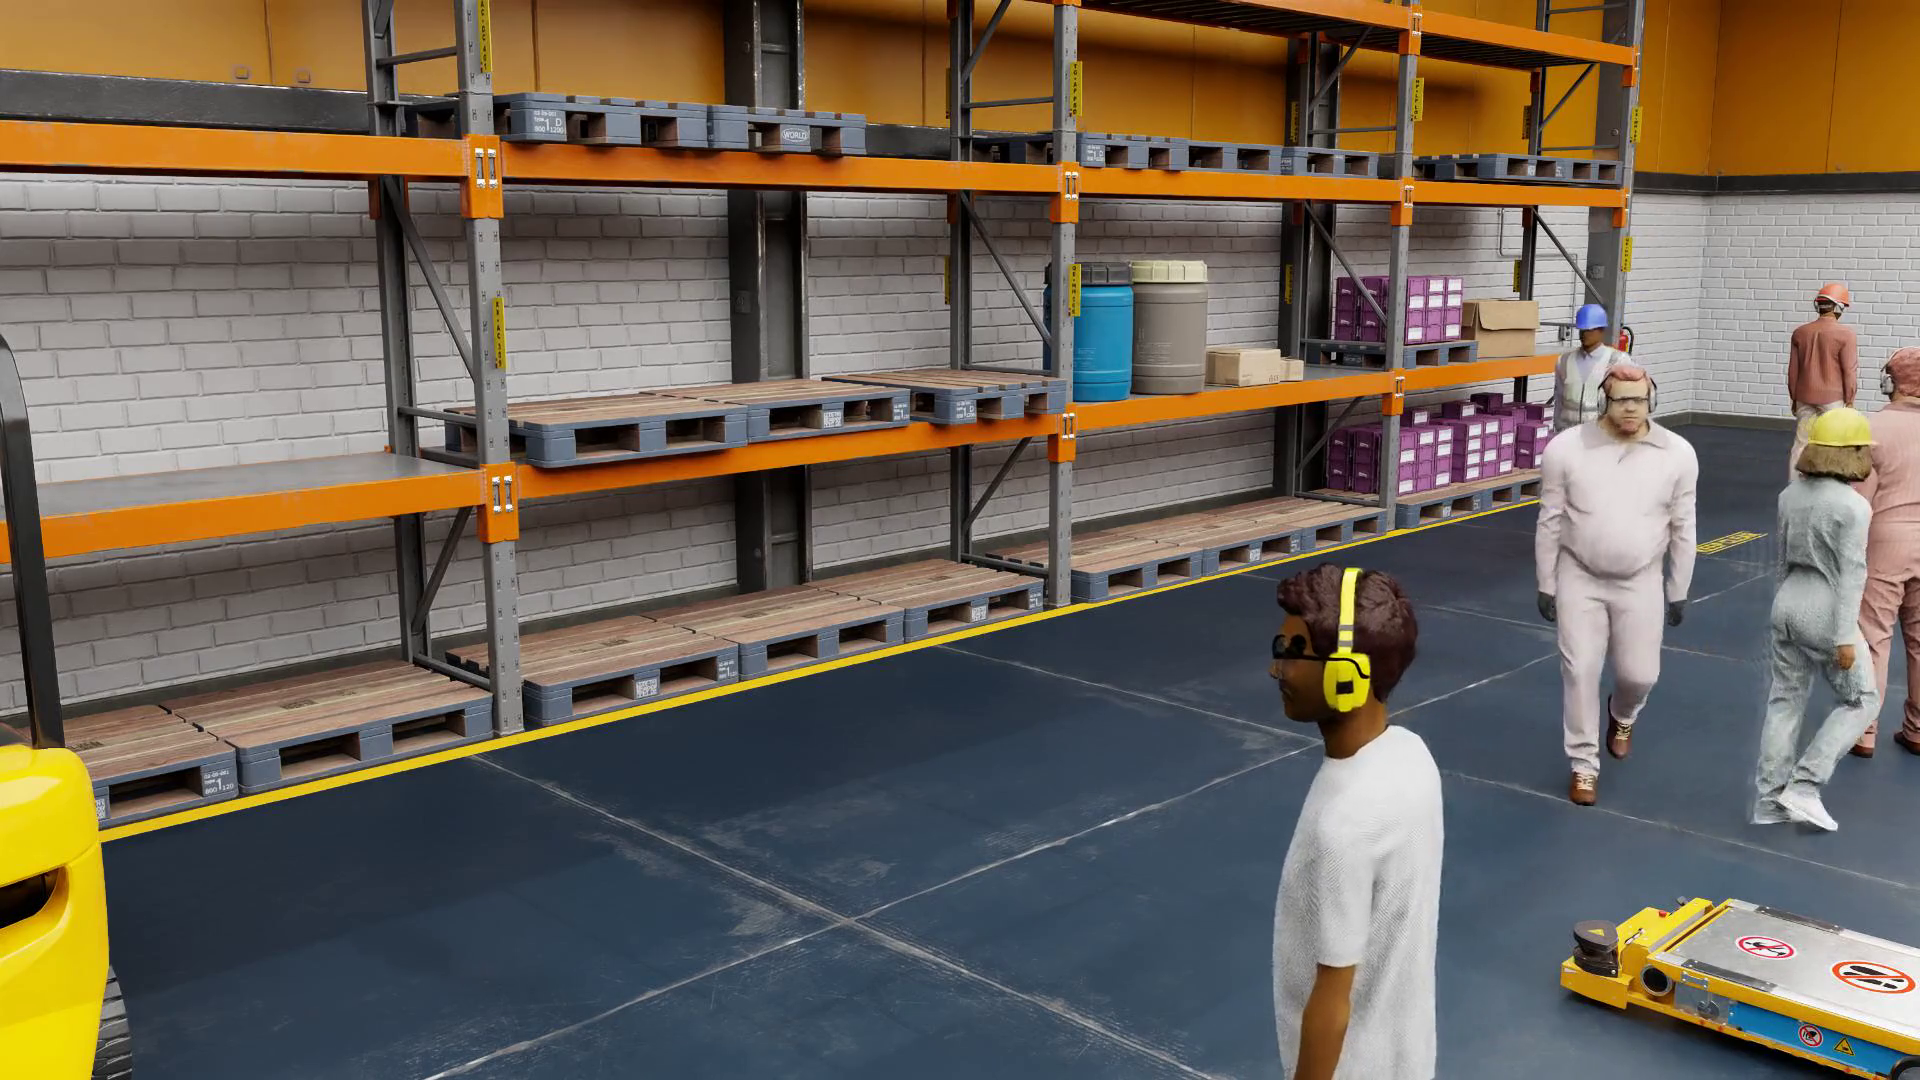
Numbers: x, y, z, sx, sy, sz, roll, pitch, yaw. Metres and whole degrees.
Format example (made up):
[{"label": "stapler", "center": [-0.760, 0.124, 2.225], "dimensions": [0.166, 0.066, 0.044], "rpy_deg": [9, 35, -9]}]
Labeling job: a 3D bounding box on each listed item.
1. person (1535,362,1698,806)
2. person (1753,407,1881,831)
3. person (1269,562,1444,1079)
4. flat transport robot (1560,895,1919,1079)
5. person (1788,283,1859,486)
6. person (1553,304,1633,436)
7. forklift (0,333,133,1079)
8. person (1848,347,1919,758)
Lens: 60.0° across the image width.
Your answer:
[{"label": "person", "center": [2.810, 0.165, 7.181], "dimensions": [0.647, 1.882, 0.635], "rpy_deg": [3, 11, 16]}, {"label": "person", "center": [3.453, 0.331, 6.686], "dimensions": [0.408, 1.728, 0.504], "rpy_deg": [-2, 11, -12]}, {"label": "person", "center": [0.632, 0.955, 2.920], "dimensions": [0.369, 1.869, 0.517], "rpy_deg": [5, 12, 27]}, {"label": "flat transport robot", "center": [2.633, 1.374, 4.980], "dimensions": [0.652, 0.197, 1.431], "rpy_deg": [-10, 15, -44]}, {"label": "person", "center": [7.522, -1.232, 14.501], "dimensions": [0.385, 1.990, 0.608], "rpy_deg": [-6, 12, -30]}, {"label": "person", "center": [4.727, -0.808, 12.413], "dimensions": [0.603, 1.918, 0.929], "rpy_deg": [9, 14, 42]}, {"label": "forklift", "center": [-3.289, 0.485, 4.582], "dimensions": [1.214, 2.155, 2.313], "rpy_deg": [-10, 14, -44]}, {"label": "person", "center": [4.316, 0.064, 7.679], "dimensions": [0.636, 1.902, 0.406], "rpy_deg": [0, 10, -2]}]
